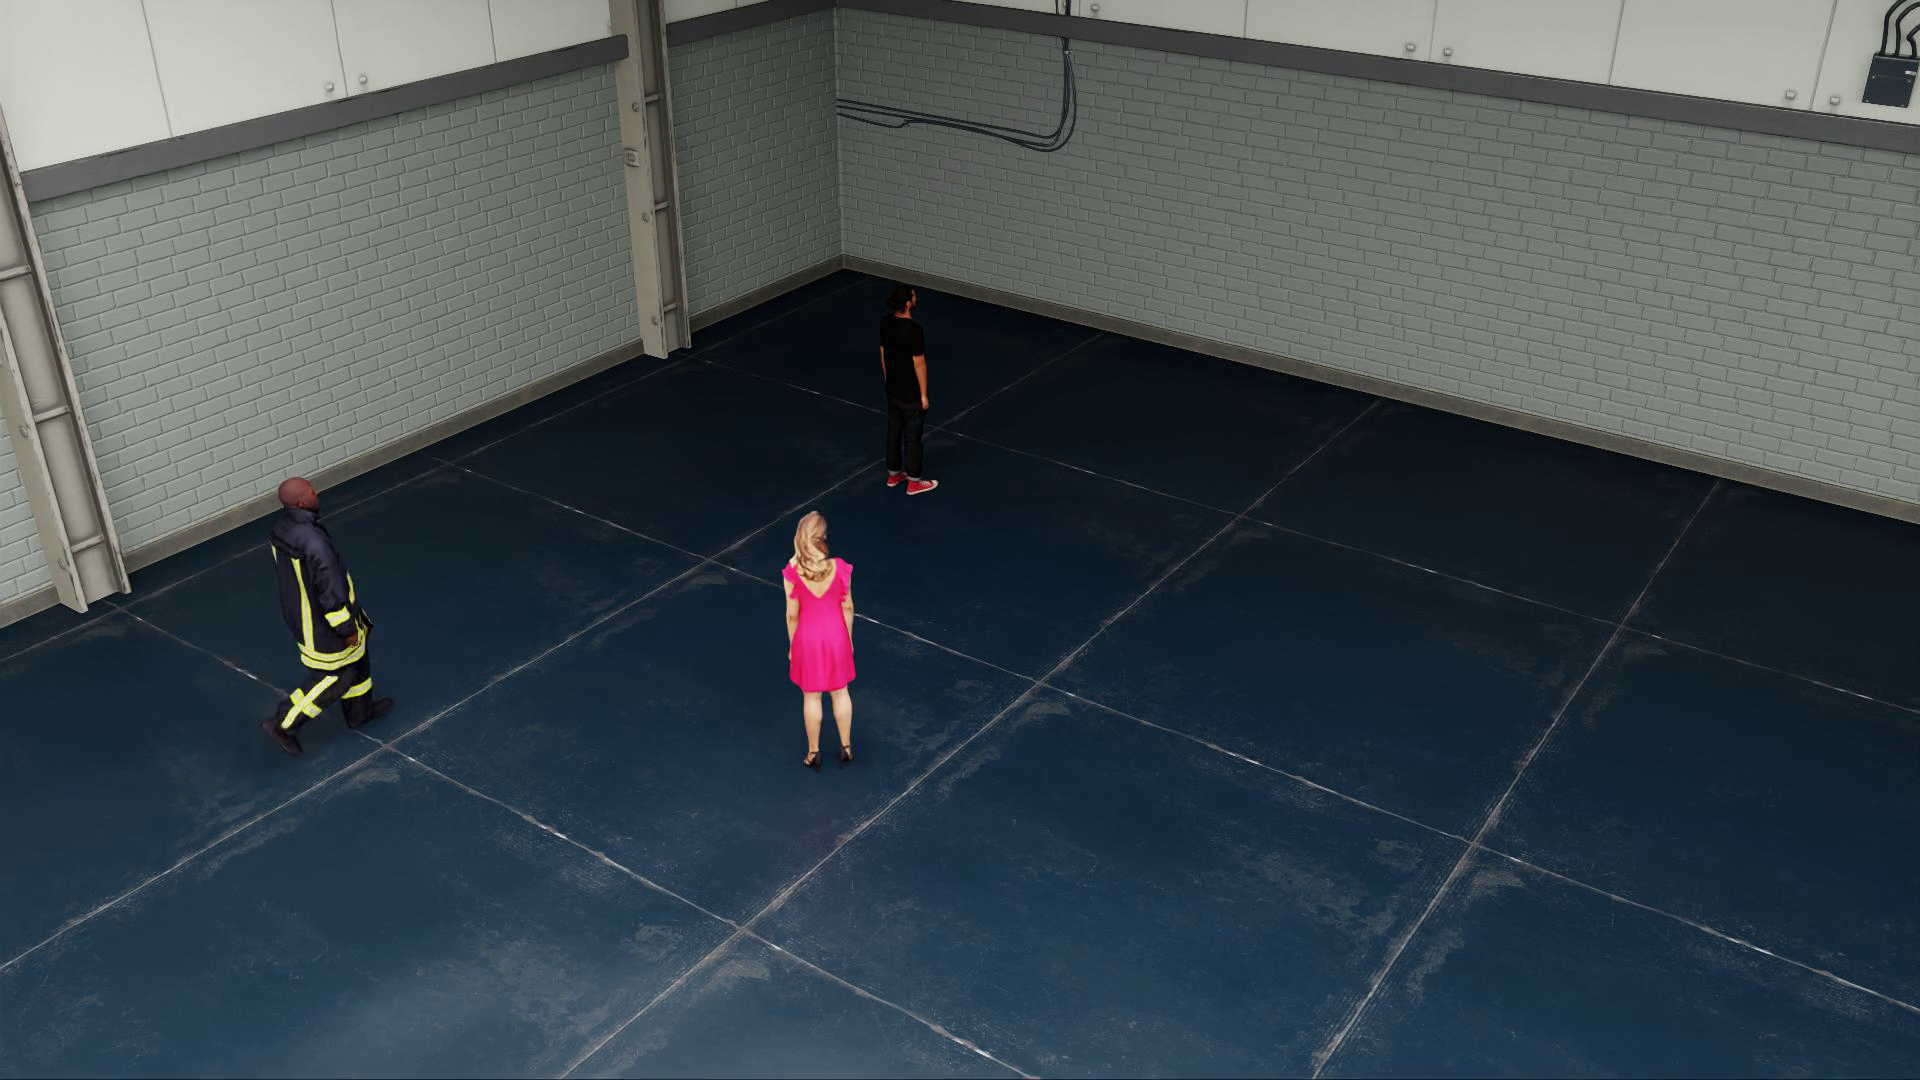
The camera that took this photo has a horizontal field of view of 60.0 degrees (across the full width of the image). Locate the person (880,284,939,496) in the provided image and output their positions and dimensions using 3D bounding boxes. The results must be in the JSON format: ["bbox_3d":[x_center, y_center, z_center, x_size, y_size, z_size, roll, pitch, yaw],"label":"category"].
[{"bbox_3d":[-0.442,-1.222,13.426,0.662,1.758,0.624,25,37,38],"label":"person"}]

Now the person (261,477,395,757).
[{"bbox_3d":[-3.980,0.485,10.177,1.180,1.799,0.915,-22,35,-35],"label":"person"}]

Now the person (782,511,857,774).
[{"bbox_3d":[-0.836,0.620,9.999,0.659,1.727,0.717,-5,28,-9],"label":"person"}]
